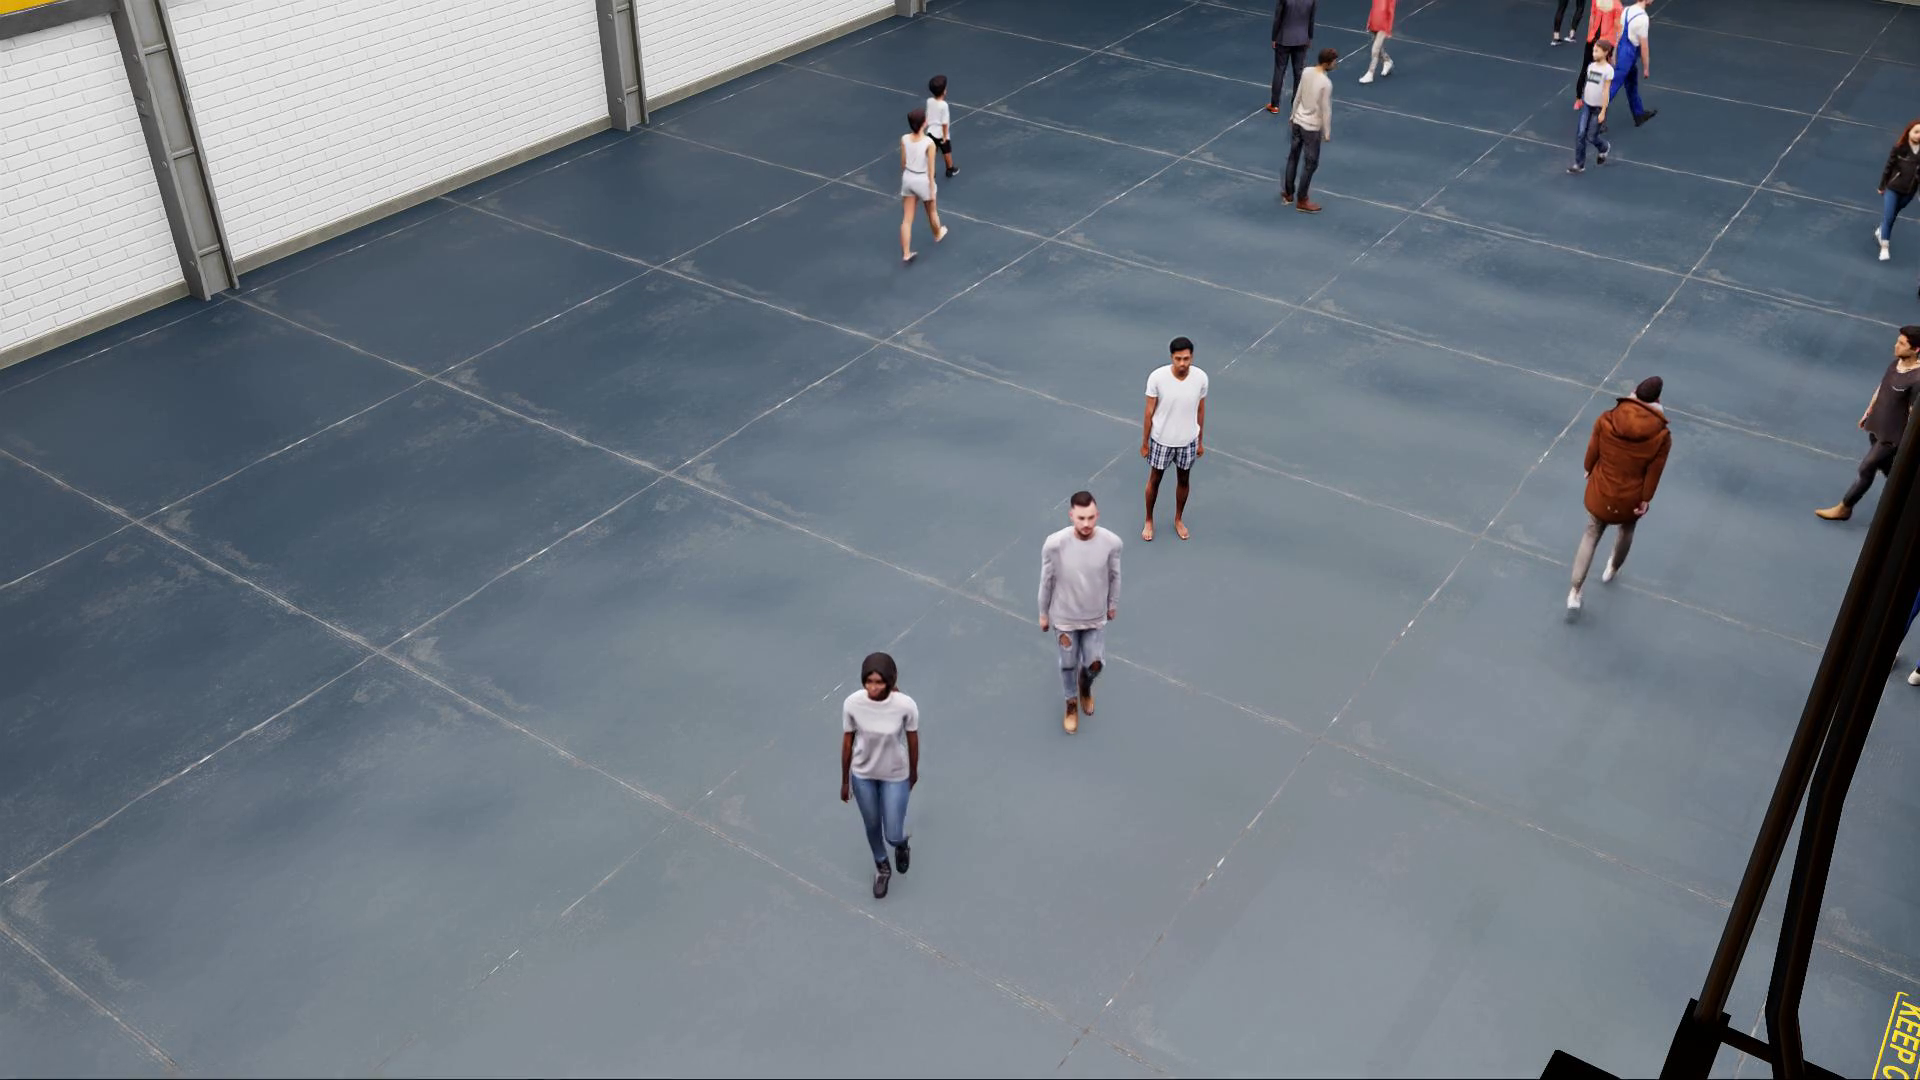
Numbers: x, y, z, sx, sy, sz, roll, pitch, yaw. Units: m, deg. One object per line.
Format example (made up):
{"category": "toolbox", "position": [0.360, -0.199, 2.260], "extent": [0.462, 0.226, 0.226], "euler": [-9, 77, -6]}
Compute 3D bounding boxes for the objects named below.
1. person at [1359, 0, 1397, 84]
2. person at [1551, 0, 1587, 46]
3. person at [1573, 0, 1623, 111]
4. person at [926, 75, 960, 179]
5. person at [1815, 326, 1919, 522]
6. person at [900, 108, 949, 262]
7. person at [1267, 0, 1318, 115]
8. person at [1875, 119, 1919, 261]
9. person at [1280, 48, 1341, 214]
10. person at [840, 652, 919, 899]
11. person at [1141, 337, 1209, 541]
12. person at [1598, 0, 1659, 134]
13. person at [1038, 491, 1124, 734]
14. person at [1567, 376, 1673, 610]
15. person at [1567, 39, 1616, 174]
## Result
{"category": "person", "position": [5.663, -6.859, 22.231], "extent": [0.978, 1.400, 0.748], "euler": [-18, 38, -25]}
{"category": "person", "position": [8.573, -7.806, 23.395], "extent": [0.677, 1.688, 0.632], "euler": [-29, 43, -36]}
{"category": "person", "position": [8.129, -6.292, 21.112], "extent": [0.626, 1.694, 0.651], "euler": [-23, 40, -31]}
{"category": "person", "position": [-0.302, -4.683, 19.103], "extent": [0.489, 1.238, 0.878], "euler": [21, 39, 28]}
{"category": "person", "position": [7.346, -0.879, 12.971], "extent": [1.016, 1.689, 1.075], "euler": [2, 34, 3]}
{"category": "person", "position": [-0.476, -3.644, 17.249], "extent": [0.683, 1.560, 1.062], "euler": [15, 36, 21]}
{"category": "person", "position": [4.203, -6.317, 21.036], "extent": [0.782, 1.819, 0.821], "euler": [-3, 34, -4]}
{"category": "person", "position": [9.863, -3.715, 17.459], "extent": [0.840, 1.444, 1.072], "euler": [6, 34, 9]}
{"category": "person", "position": [3.808, -4.585, 18.419], "extent": [0.905, 1.833, 0.769], "euler": [27, 42, 34]}
{"category": "person", "position": [-0.449, 1.324, 9.640], "extent": [0.723, 1.708, 0.784], "euler": [5, 34, 8]}
{"category": "person", "position": [1.652, -0.795, 12.809], "extent": [0.715, 1.731, 0.752], "euler": [-3, 34, -4]}
{"category": "person", "position": [8.056, -5.833, 20.330], "extent": [1.267, 1.795, 1.202], "euler": [-6, 34, -9]}
{"category": "person", "position": [0.768, 0.416, 10.899], "extent": [0.824, 1.827, 0.858], "euler": [0, 34, 0]}
{"category": "person", "position": [4.714, -0.297, 11.997], "extent": [0.801, 1.800, 1.165], "euler": [16, 37, 22]}
{"category": "person", "position": [7.443, -5.057, 19.391], "extent": [0.899, 1.542, 0.751], "euler": [-19, 38, -26]}
